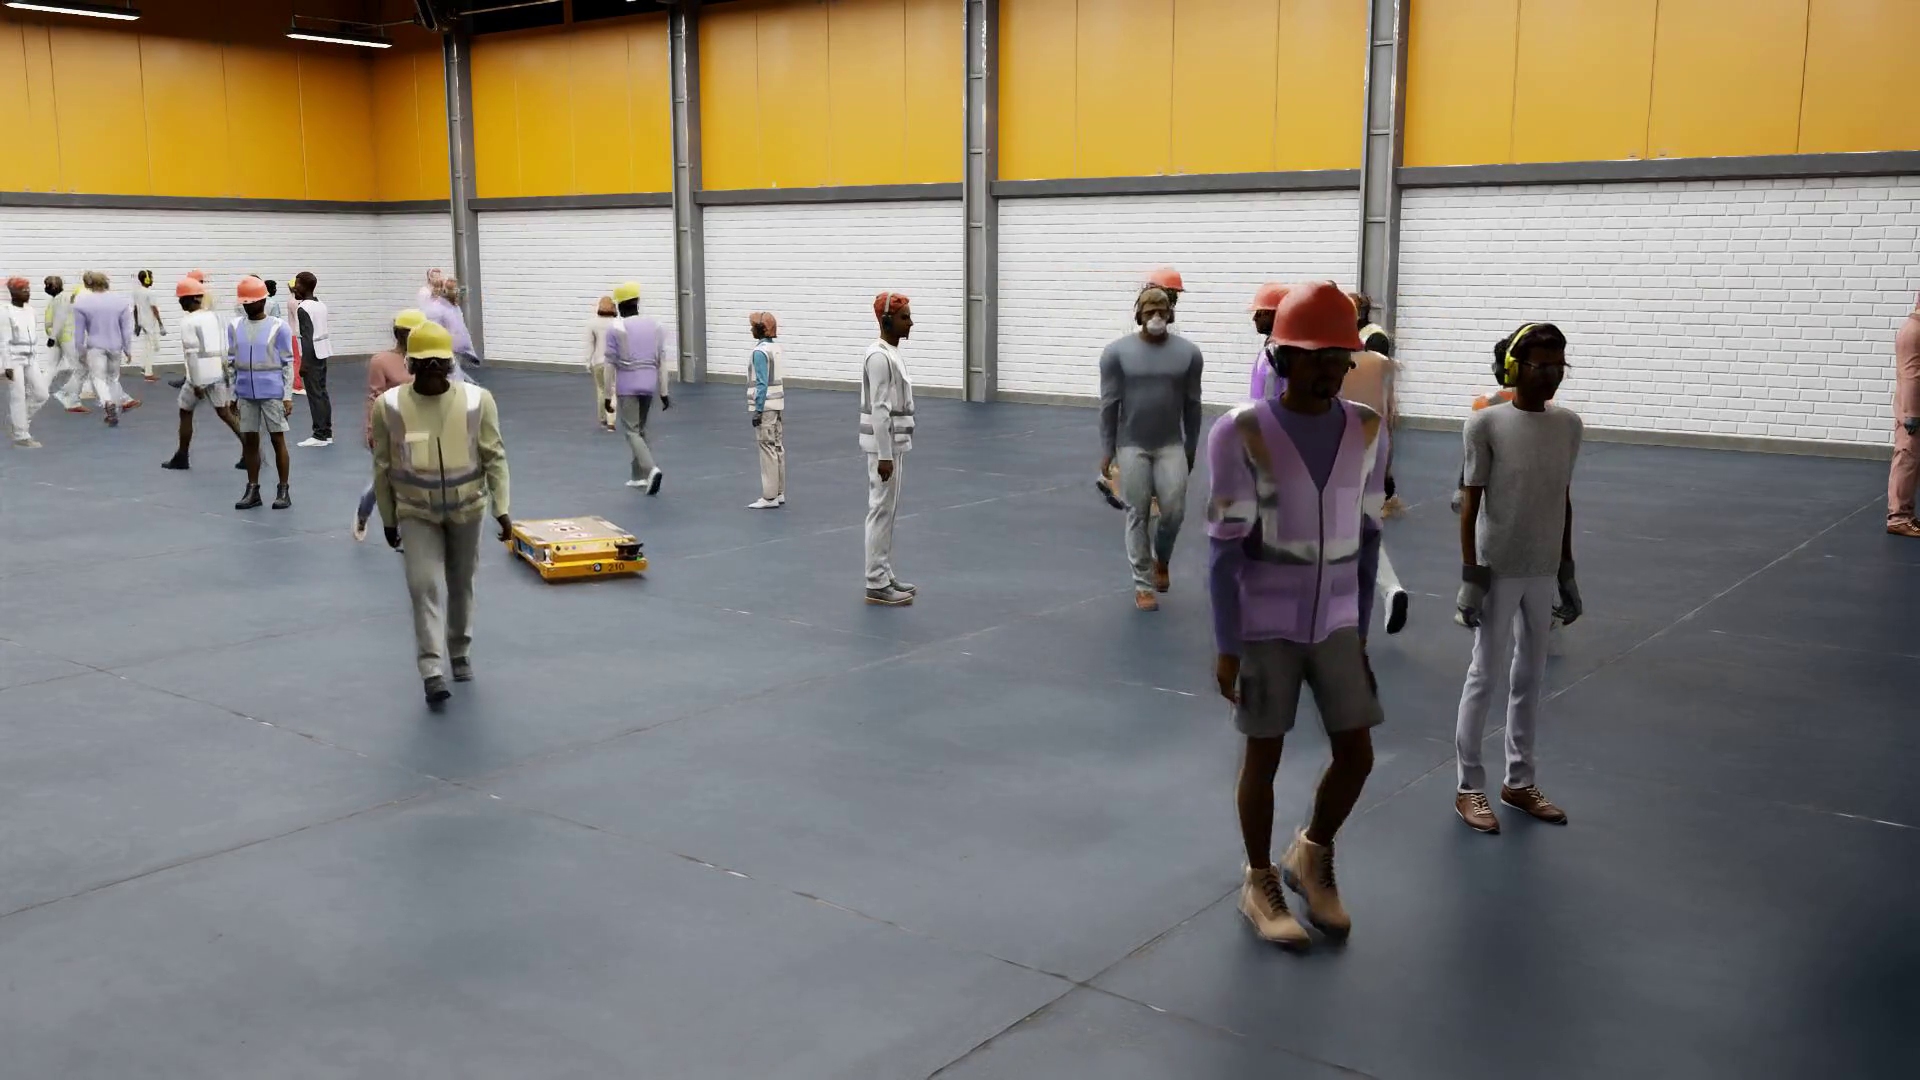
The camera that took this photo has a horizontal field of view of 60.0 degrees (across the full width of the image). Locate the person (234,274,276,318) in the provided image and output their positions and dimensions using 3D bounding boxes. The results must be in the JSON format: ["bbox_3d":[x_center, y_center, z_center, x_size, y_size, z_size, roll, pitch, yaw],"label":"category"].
[{"bbox_3d":[-8.686,-2.346,20.593,0.511,1.862,0.329,-5,11,-29],"label":"person"}]

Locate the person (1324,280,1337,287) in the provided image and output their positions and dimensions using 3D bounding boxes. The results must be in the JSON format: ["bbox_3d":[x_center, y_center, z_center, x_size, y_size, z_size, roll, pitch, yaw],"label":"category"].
[{"bbox_3d":[3.903,-1.844,17.726,0.631,1.840,0.428,-4,11,-22],"label":"person"}]

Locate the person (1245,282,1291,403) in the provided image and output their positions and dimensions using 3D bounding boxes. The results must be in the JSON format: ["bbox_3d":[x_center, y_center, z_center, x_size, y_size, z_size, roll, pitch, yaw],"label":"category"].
[{"bbox_3d":[1.923,-0.617,10.292,0.361,1.939,0.543,-2,10,-9],"label":"person"}]

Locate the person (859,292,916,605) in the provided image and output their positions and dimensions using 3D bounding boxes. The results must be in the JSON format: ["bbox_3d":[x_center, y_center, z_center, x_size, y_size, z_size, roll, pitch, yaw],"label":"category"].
[{"bbox_3d":[-0.436,-0.555,10.093,0.337,1.882,0.584,1,10,4],"label":"person"}]

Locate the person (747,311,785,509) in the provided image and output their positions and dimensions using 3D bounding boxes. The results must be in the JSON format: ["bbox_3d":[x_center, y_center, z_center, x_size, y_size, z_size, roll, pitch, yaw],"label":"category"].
[{"bbox_3d":[-1.614,-1.080,13.858,0.307,1.639,0.525,2,10,9],"label":"person"}]

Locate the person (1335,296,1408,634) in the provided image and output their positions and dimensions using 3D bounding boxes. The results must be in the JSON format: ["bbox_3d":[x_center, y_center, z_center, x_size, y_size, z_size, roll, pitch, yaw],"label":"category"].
[{"bbox_3d":[2.131,-0.377,8.993,0.624,1.899,0.604,-4,11,-24],"label":"person"}]

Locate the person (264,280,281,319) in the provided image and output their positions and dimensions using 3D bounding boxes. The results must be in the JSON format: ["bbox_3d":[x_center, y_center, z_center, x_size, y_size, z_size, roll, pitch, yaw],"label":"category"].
[{"bbox_3d":[-11.393,-3.451,27.502,0.318,1.693,0.563,-10,14,-44],"label":"person"}]

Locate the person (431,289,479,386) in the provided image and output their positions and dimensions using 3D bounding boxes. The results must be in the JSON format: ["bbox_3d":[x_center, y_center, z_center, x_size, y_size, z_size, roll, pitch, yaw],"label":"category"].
[{"bbox_3d":[-7.304,-2.796,23.899,0.588,1.615,0.516,-6,12,-32],"label":"person"}]

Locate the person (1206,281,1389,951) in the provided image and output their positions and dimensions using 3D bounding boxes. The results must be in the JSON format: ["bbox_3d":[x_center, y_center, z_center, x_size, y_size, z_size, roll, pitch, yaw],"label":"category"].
[{"bbox_3d":[1.012,0.250,4.989,0.610,2.026,0.457,-2,10,-13],"label":"person"}]

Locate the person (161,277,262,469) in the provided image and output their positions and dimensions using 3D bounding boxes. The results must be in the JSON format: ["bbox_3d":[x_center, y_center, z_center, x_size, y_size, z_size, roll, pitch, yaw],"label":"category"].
[{"bbox_3d":[-7.359,-1.616,16.270,0.991,1.896,0.558,2,10,14],"label":"person"}]

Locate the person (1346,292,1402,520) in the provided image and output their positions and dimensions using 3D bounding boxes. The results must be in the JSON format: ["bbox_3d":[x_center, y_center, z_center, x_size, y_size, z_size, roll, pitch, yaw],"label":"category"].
[{"bbox_3d":[3.135,-1.048,13.174,0.807,1.816,0.628,-4,10,-21],"label":"person"}]

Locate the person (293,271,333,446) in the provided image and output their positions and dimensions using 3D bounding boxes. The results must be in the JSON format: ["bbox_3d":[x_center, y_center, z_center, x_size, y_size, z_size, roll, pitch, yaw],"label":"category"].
[{"bbox_3d":[-7.147,-1.997,18.378,0.383,1.921,0.597,-1,10,-5],"label":"person"}]

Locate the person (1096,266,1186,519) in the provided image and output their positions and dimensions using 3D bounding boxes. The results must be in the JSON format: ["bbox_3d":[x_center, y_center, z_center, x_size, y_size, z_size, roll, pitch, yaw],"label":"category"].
[{"bbox_3d":[1.495,-1.163,13.251,0.652,2.025,0.606,-4,11,-22],"label":"person"}]

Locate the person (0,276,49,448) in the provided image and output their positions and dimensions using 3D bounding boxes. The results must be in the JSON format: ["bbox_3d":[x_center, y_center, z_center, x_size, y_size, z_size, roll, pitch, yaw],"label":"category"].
[{"bbox_3d":[-10.216,-1.921,18.095,0.417,1.874,0.590,2,10,12],"label":"person"}]

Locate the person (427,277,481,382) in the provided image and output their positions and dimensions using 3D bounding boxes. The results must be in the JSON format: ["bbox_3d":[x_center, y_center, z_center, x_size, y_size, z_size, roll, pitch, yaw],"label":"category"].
[{"bbox_3d":[-5.959,-2.136,19.406,0.993,1.855,0.644,0,10,1],"label":"person"}]

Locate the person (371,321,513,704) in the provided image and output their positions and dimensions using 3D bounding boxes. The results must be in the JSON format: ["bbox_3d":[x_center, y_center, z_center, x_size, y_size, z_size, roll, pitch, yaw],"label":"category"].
[{"bbox_3d":[-2.455,-0.137,7.923,0.610,1.787,0.919,-4,11,-22],"label":"person"}]

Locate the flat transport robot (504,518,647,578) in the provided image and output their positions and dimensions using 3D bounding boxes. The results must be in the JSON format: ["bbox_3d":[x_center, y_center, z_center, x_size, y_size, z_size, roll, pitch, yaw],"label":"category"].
[{"bbox_3d":[-2.656,0.028,11.381,0.652,0.197,1.431,-5,11,-26],"label":"flat transport robot"}]

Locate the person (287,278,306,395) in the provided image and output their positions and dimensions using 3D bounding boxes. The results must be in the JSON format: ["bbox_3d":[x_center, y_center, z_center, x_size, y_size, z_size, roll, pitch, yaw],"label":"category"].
[{"bbox_3d":[-9.950,-3.057,25.021,0.329,1.762,0.523,-6,11,-31],"label":"person"}]

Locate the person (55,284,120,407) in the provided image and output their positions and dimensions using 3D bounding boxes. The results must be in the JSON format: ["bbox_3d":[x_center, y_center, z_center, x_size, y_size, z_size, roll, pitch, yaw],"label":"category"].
[{"bbox_3d":[-12.071,-2.669,22.890,0.745,1.712,0.488,-6,11,-32],"label":"person"}]

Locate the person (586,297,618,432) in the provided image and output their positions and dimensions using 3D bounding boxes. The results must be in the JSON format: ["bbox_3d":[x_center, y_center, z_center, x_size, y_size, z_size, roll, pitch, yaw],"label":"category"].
[{"bbox_3d":[-4.210,-2.118,20.016,0.531,1.589,0.825,-1,10,-5],"label":"person"}]

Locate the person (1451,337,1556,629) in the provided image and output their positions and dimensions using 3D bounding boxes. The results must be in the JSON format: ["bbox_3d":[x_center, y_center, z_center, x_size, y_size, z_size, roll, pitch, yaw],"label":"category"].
[{"bbox_3d":[2.997,-0.265,9.029,0.535,1.668,0.779,-5,11,-29],"label":"person"}]

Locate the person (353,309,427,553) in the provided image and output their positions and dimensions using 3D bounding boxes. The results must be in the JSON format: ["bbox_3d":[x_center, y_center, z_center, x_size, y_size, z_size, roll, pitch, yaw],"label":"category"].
[{"bbox_3d":[-4.012,-0.775,11.817,0.634,1.726,0.570,7,12,36],"label":"person"}]

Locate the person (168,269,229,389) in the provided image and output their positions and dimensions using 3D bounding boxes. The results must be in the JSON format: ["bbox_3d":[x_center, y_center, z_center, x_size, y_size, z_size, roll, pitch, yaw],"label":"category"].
[{"bbox_3d":[-11.882,-3.290,26.051,1.006,1.872,0.554,-9,13,-43],"label":"person"}]

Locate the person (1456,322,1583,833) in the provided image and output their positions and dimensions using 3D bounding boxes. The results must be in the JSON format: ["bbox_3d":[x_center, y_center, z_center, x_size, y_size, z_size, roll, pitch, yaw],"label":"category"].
[{"bbox_3d":[2.064,0.136,6.123,0.509,1.868,0.328,-3,10,-19],"label":"person"}]

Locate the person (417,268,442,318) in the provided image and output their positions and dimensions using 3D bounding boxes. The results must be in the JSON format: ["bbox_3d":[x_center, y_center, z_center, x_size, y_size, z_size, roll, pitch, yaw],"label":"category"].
[{"bbox_3d":[-8.119,-3.258,25.794,0.403,1.900,0.647,2,10,11],"label":"person"}]

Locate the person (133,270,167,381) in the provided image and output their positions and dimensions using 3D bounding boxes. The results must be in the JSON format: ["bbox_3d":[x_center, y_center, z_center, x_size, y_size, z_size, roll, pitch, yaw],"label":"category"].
[{"bbox_3d":[-13.532,-3.581,27.799,0.522,1.854,0.429,8,13,39],"label":"person"}]

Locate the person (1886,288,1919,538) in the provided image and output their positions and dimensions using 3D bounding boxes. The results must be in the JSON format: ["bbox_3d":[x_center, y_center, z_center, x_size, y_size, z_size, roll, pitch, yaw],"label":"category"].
[{"bbox_3d":[7.229,-0.978,12.498,0.410,1.906,0.642,8,13,39],"label":"person"}]

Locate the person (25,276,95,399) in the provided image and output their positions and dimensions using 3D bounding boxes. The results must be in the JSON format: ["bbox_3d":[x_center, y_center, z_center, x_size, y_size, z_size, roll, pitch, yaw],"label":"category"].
[{"bbox_3d":[-13.122,-2.922,24.137,0.932,1.791,0.623,-9,13,-41],"label":"person"}]

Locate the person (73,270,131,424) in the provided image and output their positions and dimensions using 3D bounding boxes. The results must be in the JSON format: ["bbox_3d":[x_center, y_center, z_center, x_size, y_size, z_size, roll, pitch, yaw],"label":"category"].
[{"bbox_3d":[-10.543,-2.358,20.511,0.634,1.917,0.819,-8,12,-38],"label":"person"}]

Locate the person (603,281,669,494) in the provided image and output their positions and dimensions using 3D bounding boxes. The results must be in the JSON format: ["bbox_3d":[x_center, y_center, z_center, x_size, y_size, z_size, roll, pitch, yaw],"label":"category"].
[{"bbox_3d":[-2.845,-1.349,14.788,0.634,1.894,0.865,-8,13,-41],"label":"person"}]

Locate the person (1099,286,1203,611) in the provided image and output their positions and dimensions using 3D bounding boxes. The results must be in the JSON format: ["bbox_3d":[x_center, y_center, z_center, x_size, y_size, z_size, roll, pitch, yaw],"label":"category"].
[{"bbox_3d":[1.129,-0.546,9.920,0.633,1.923,0.499,0,10,-3],"label":"person"}]

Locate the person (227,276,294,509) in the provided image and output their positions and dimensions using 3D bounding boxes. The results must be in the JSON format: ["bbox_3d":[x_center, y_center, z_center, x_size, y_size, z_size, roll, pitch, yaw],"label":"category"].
[{"bbox_3d":[-5.797,-1.209,13.772,0.542,1.928,0.375,0,10,1],"label":"person"}]

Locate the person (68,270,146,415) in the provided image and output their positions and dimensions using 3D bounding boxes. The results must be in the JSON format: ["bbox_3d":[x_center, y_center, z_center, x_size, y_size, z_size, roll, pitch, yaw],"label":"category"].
[{"bbox_3d":[-11.396,-2.612,22.047,0.982,1.887,0.650,-9,13,-41],"label":"person"}]
